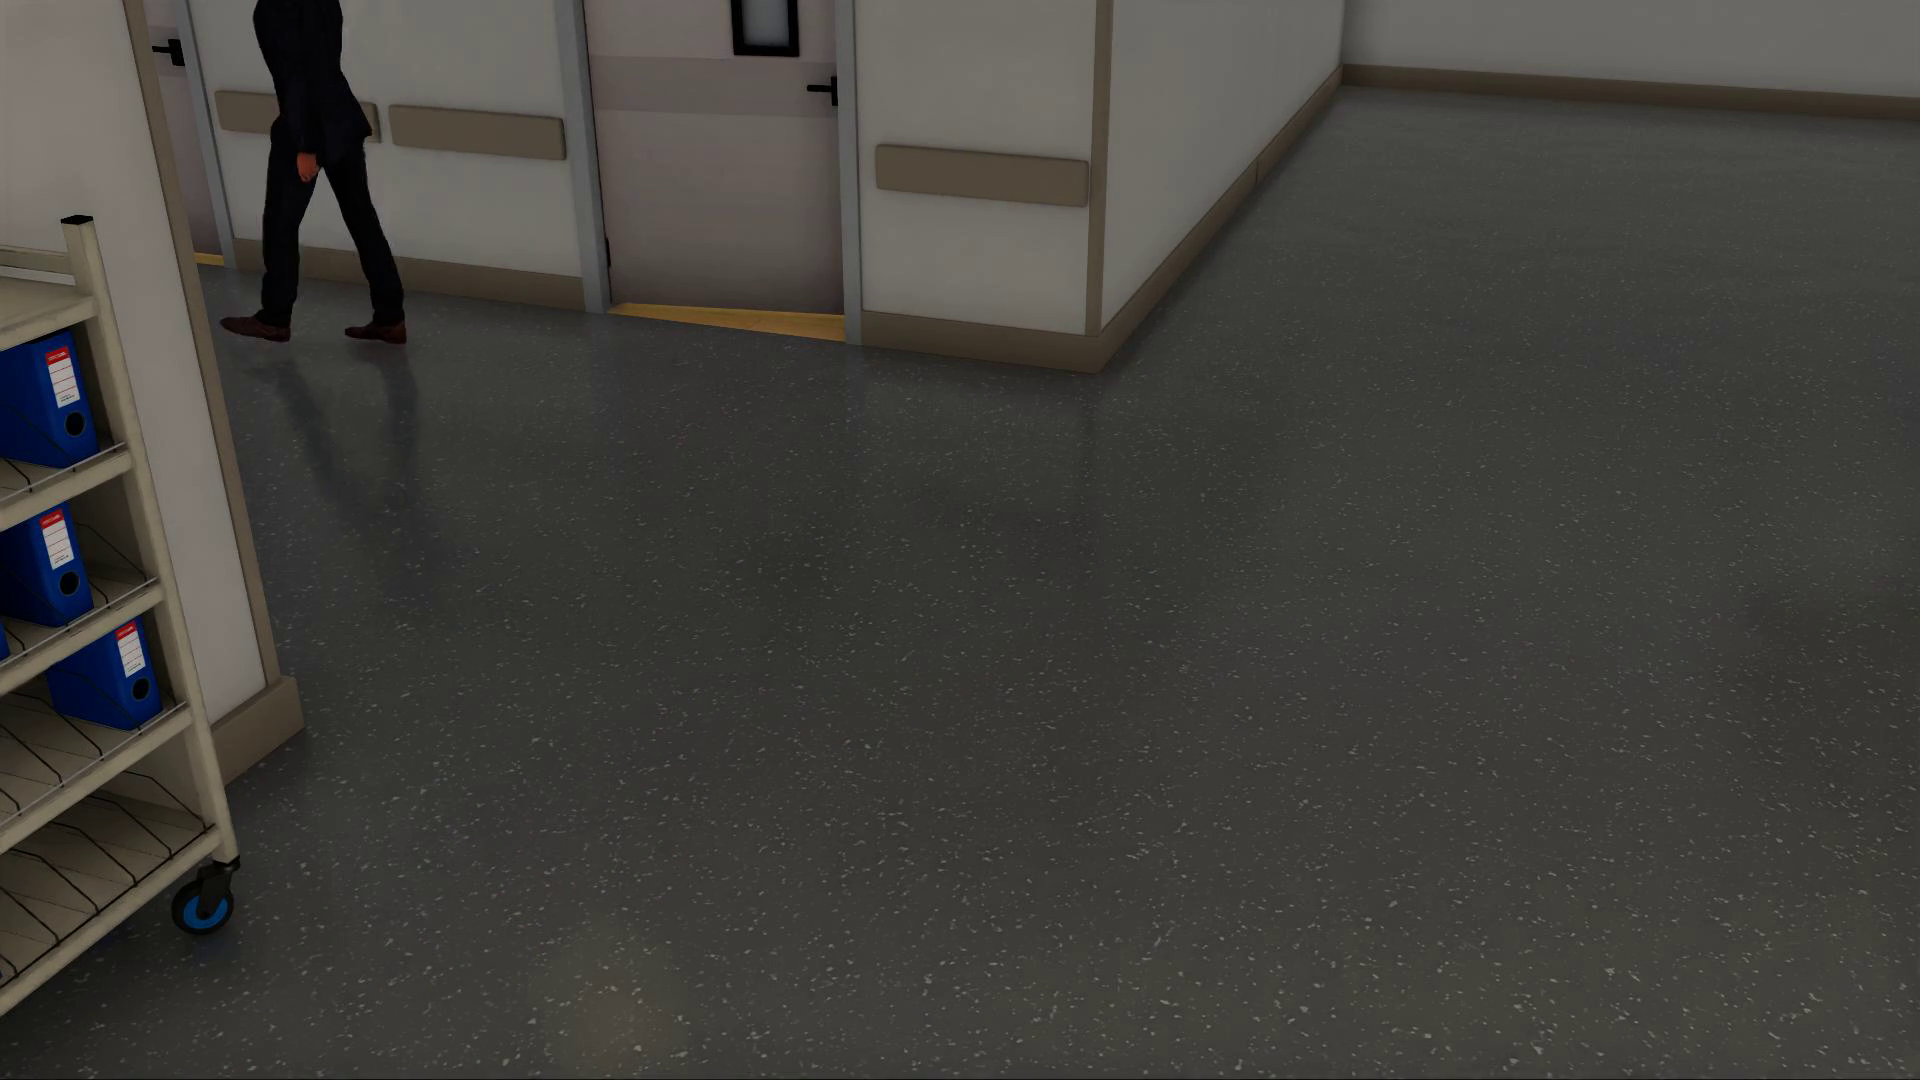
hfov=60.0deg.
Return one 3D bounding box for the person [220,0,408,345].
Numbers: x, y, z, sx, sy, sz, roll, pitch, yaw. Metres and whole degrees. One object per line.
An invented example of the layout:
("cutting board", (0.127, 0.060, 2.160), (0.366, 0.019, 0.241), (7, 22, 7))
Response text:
("person", (-2.636, -1.698, 7.030), (0.873, 1.840, 1.021), (4, 26, 8))
